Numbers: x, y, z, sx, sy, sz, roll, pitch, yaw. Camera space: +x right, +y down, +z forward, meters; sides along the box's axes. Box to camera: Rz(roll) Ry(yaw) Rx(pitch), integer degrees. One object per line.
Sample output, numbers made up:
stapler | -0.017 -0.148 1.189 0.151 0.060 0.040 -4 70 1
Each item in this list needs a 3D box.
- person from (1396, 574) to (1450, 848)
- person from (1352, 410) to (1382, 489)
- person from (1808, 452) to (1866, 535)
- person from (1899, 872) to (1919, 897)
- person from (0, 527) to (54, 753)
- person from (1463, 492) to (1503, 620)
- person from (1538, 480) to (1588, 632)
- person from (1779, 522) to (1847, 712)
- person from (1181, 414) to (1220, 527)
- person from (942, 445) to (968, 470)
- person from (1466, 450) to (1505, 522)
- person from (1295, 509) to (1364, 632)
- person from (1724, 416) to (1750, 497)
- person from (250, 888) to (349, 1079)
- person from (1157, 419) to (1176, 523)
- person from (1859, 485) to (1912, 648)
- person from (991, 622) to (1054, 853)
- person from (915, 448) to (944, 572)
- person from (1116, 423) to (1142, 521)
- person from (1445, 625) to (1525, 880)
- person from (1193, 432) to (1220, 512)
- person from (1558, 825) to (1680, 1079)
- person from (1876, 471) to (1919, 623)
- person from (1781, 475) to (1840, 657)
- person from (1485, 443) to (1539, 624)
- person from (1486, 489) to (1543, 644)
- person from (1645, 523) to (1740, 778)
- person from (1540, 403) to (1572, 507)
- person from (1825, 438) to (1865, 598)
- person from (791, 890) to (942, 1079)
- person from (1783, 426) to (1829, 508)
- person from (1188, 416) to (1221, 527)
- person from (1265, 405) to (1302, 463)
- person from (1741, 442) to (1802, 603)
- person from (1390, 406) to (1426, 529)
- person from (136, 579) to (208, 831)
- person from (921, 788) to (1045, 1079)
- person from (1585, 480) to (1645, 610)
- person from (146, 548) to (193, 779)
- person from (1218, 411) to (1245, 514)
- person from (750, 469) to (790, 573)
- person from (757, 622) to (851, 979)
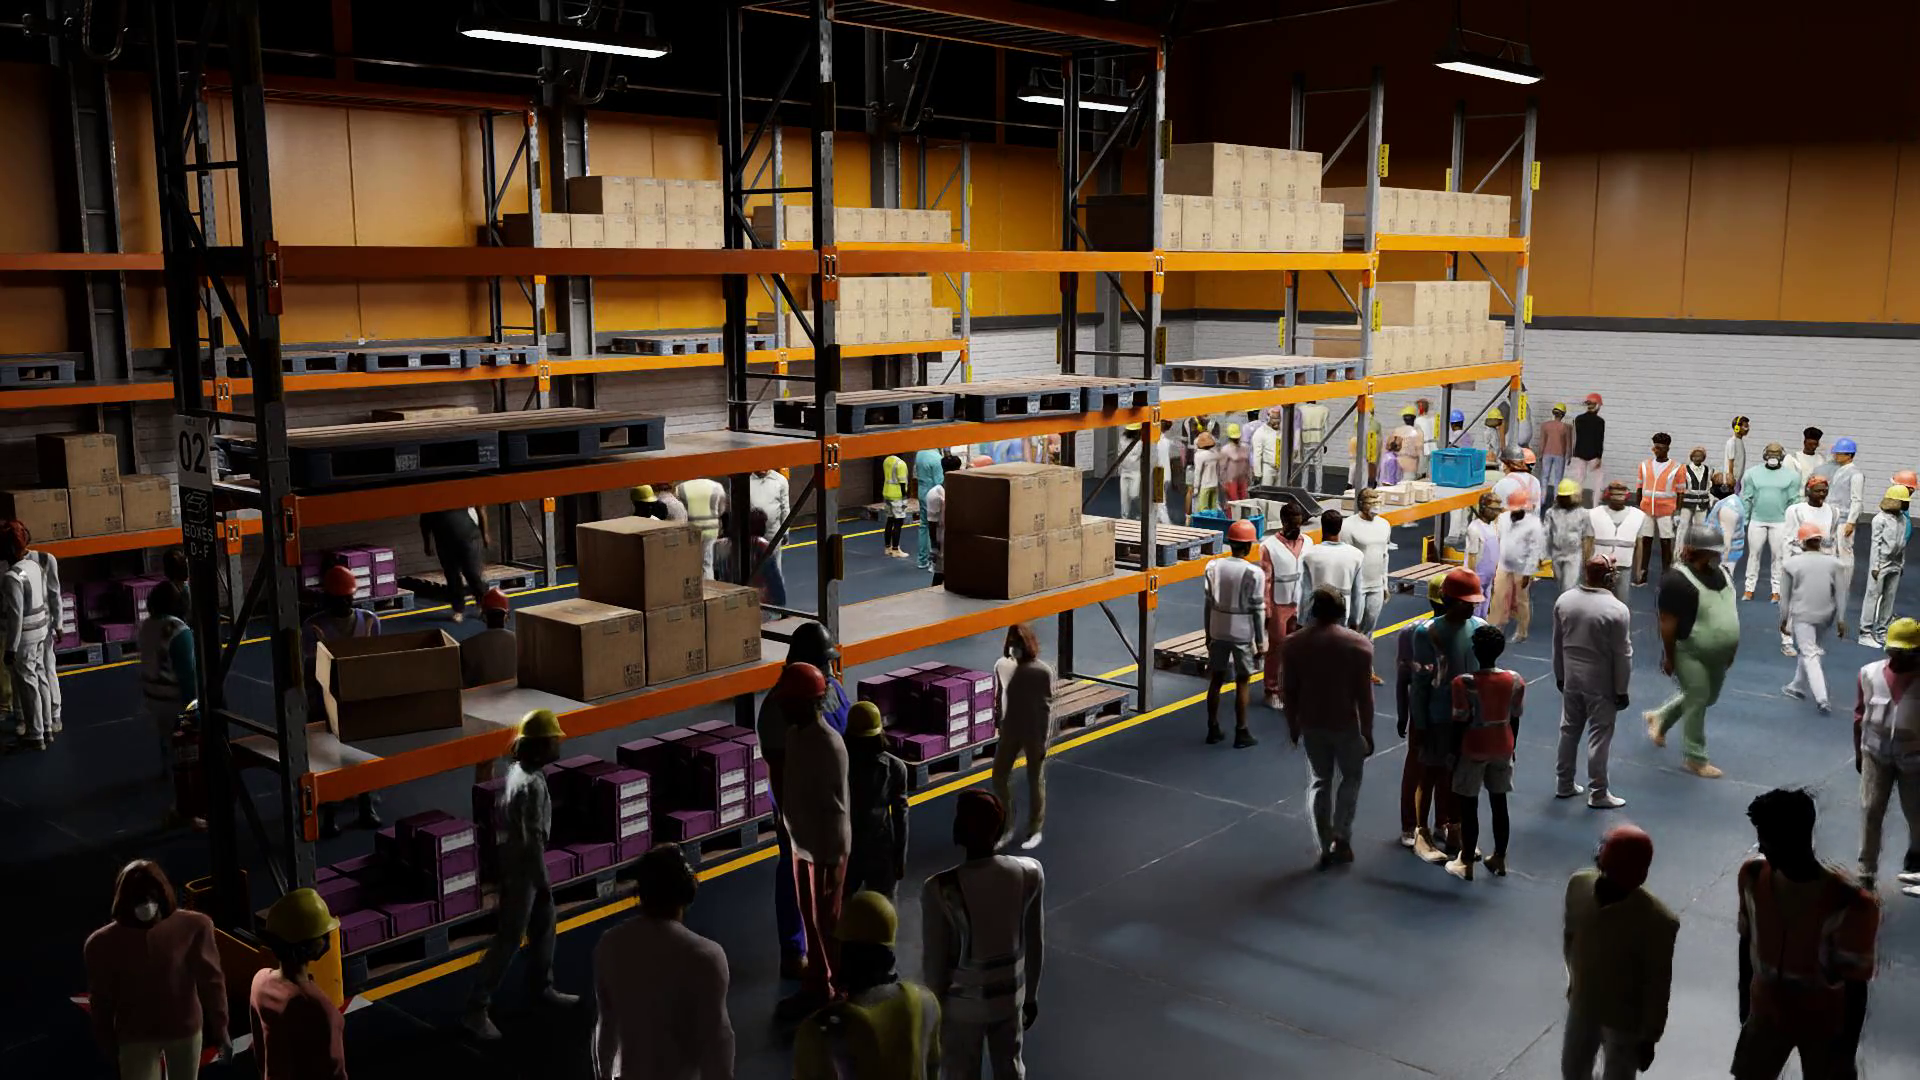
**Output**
person | 3.319 1.182 11.566 0.586 1.928 0.364 -1 10 -6
person | 6.834 -1.465 27.948 0.510 1.732 0.784 0 10 1
person | 10.801 -0.297 20.567 0.654 1.875 0.885 9 13 44
person | 6.296 1.370 10.678 0.351 1.856 0.520 3 10 17
person | -7.804 0.825 13.843 0.355 1.880 0.574 -2 10 -11
person | 5.104 0.436 16.287 0.349 1.838 0.505 8 12 39
person | 6.583 0.191 18.159 0.504 1.689 0.893 8 12 38
person | 7.816 0.697 15.195 0.561 1.693 0.896 0 10 -1
person | 3.688 -1.190 25.439 0.611 2.030 0.410 5 11 26
person | -0.077 -1.032 25.075 0.390 1.837 0.562 7 12 35
person | 6.829 -0.347 21.600 0.506 1.628 0.292 2 10 14
person | 3.246 0.682 14.621 0.598 1.908 0.402 -2 10 -14
person | 11.124 -0.845 23.841 0.314 1.869 0.537 6 11 34
person | -2.431 2.158 6.222 0.522 1.769 0.311 7 12 37
person | 2.965 -0.969 24.415 0.387 1.929 0.544 0 10 1
person | 9.816 0.274 17.569 0.487 1.737 0.325 -4 10 -24
person | 0.408 1.364 11.396 0.503 1.614 0.563 6 11 30
person | -0.344 -0.528 21.860 0.399 1.902 0.642 -4 11 -25
person | 2.587 -1.005 25.234 0.529 1.721 0.375 8 12 38
person | 3.448 1.396 10.971 0.542 1.697 0.316 -3 10 -16
person | 3.550 -0.743 23.970 0.497 1.626 0.286 -9 13 -43
person | 2.816 2.018 7.222 0.452 1.706 0.613 -5 11 -28
person | 10.552 0.077 18.730 0.355 1.737 0.577 5 11 27
person | 8.763 0.269 17.152 0.573 1.883 0.356 -1 10 -5
person | 6.165 -0.083 18.782 0.690 2.000 0.538 -8 12 -40
person | 5.792 0.298 17.528 0.766 1.695 0.609 -7 12 -36
person | 5.866 0.825 13.360 0.681 2.000 0.797 -5 11 -29
person | 9.826 -1.386 27.429 0.532 1.754 0.340 7 12 37
person | 10.690 -0.271 20.177 0.385 1.948 0.602 0 10 -1
person | -0.342 2.164 5.765 0.666 1.906 0.436 -8 13 -41
person | 10.890 -0.489 21.446 0.604 1.959 0.378 -1 10 -5
person | 3.638 -0.933 24.565 0.763 1.815 0.697 9 13 42
person | 5.449 -1.610 28.048 0.617 2.003 0.924 1 10 3
person | 9.663 -0.209 19.874 0.630 1.931 0.376 5 11 29
person | 6.721 -1.086 25.251 0.741 1.878 0.627 -6 11 -31
person | -5.574 1.182 11.869 0.639 1.823 0.445 8 12 39
person | 0.088 1.961 7.045 0.576 1.885 0.355 -5 11 -27
person | 6.759 0.283 17.217 0.563 1.835 0.385 3 10 15
person | -6.102 0.976 13.069 0.506 1.838 0.333 2 10 10
person | 4.276 -1.344 26.669 0.453 1.921 0.629 -2 10 -14
person | -2.302 -0.117 19.407 0.644 1.902 0.399 -1 10 -7
person | -0.806 1.464 9.545 0.538 2.000 0.683 5 11 30
